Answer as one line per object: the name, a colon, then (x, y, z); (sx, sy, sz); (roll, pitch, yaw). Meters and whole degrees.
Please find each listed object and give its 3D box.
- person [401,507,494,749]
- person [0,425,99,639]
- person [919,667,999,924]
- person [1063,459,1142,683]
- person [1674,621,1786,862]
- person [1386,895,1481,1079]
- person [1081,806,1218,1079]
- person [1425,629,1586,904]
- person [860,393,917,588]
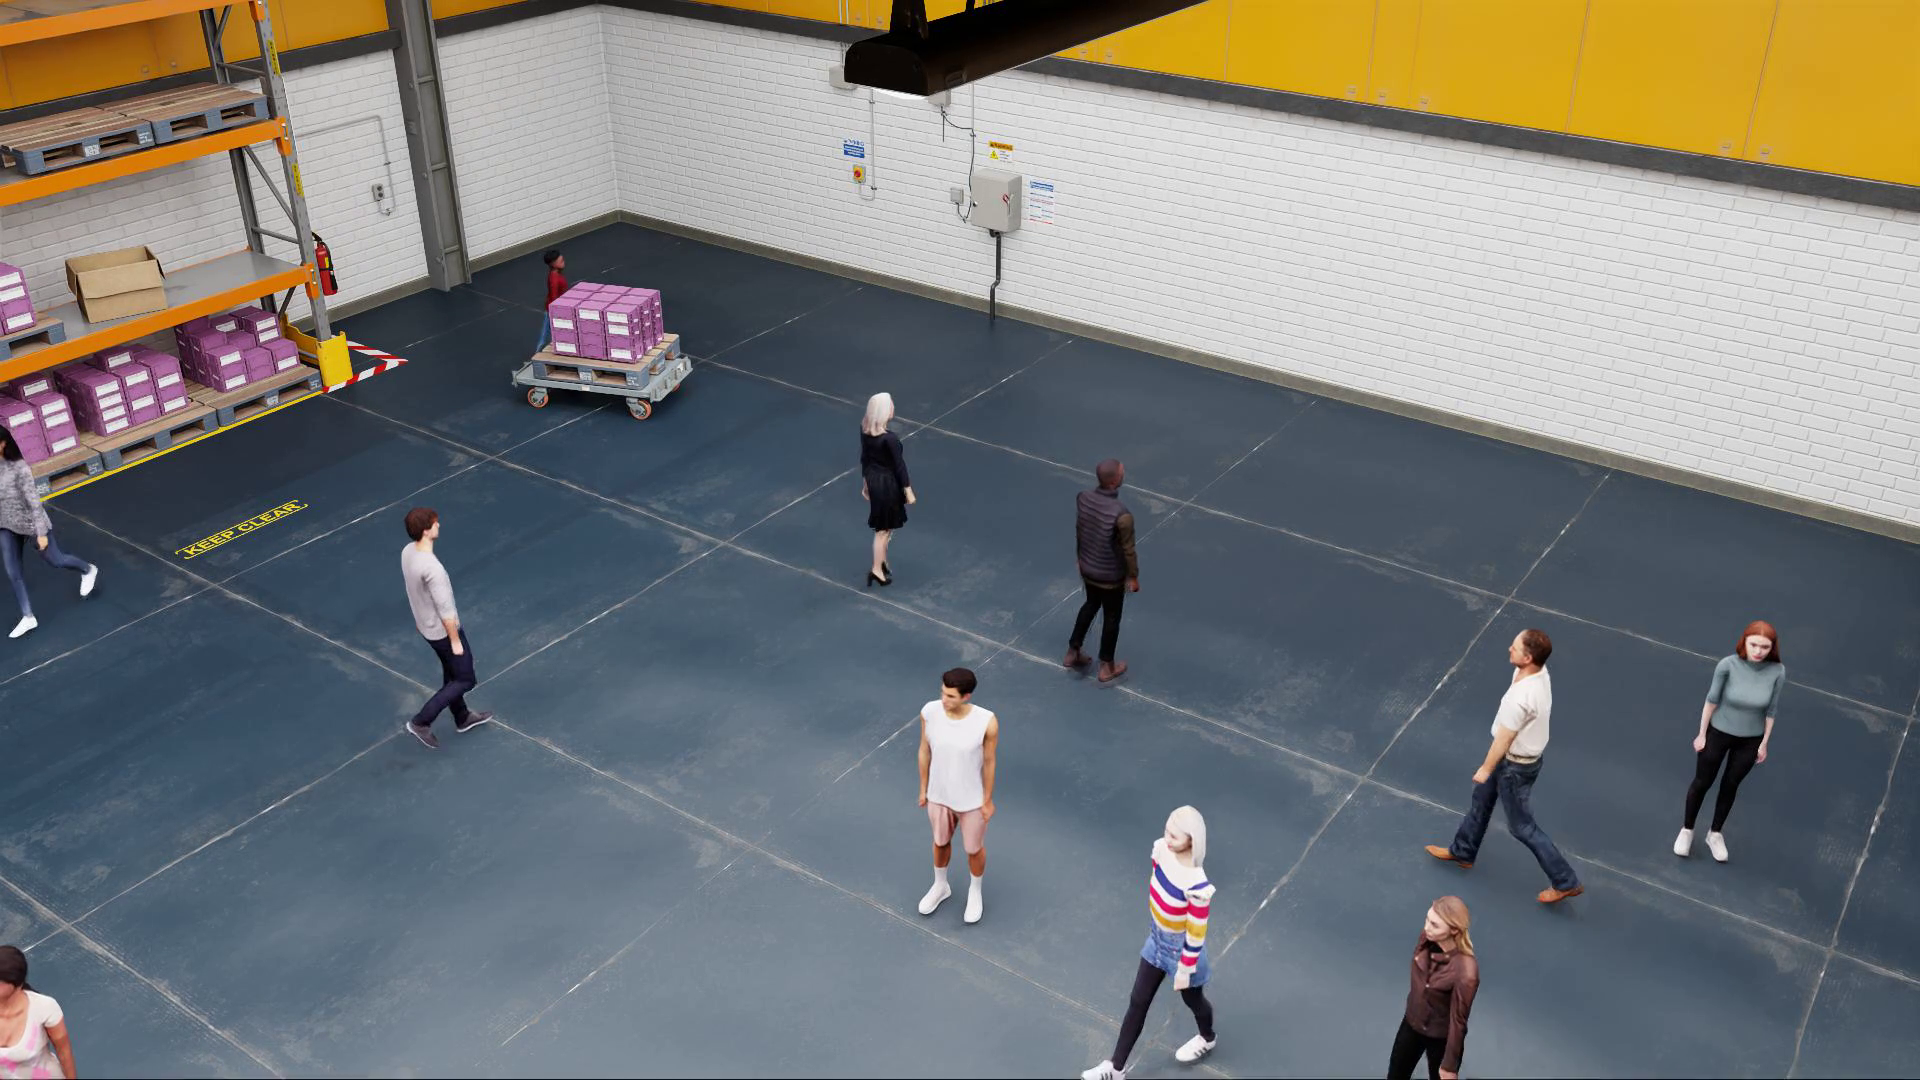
person: (-3.672, 0.632, 11.540); (0.987, 1.830, 0.844); (-20, 34, -32)
person: (-7.289, -0.143, 13.094); (0.873, 1.702, 1.192); (7, 29, 13)
person: (-0.001, 1.497, 10.002); (0.692, 1.785, 0.660); (10, 30, 18)
person: (1.044, 0.238, 12.258); (0.760, 1.834, 0.789); (-25, 37, -38)
person: (4.868, 1.260, 10.482); (0.651, 1.740, 0.630); (7, 29, 13)
person: (2.441, 2.470, 8.327); (1.129, 1.679, 0.982); (-10, 30, -17)
person: (1.221, 2.151, 8.830); (1.198, 1.759, 0.973); (-16, 32, -26)
person: (3.482, 1.410, 10.124); (0.806, 1.820, 1.179); (15, 32, 25)
person: (-0.675, -0.362, 13.463); (0.778, 1.734, 0.727); (-18, 34, -30)
